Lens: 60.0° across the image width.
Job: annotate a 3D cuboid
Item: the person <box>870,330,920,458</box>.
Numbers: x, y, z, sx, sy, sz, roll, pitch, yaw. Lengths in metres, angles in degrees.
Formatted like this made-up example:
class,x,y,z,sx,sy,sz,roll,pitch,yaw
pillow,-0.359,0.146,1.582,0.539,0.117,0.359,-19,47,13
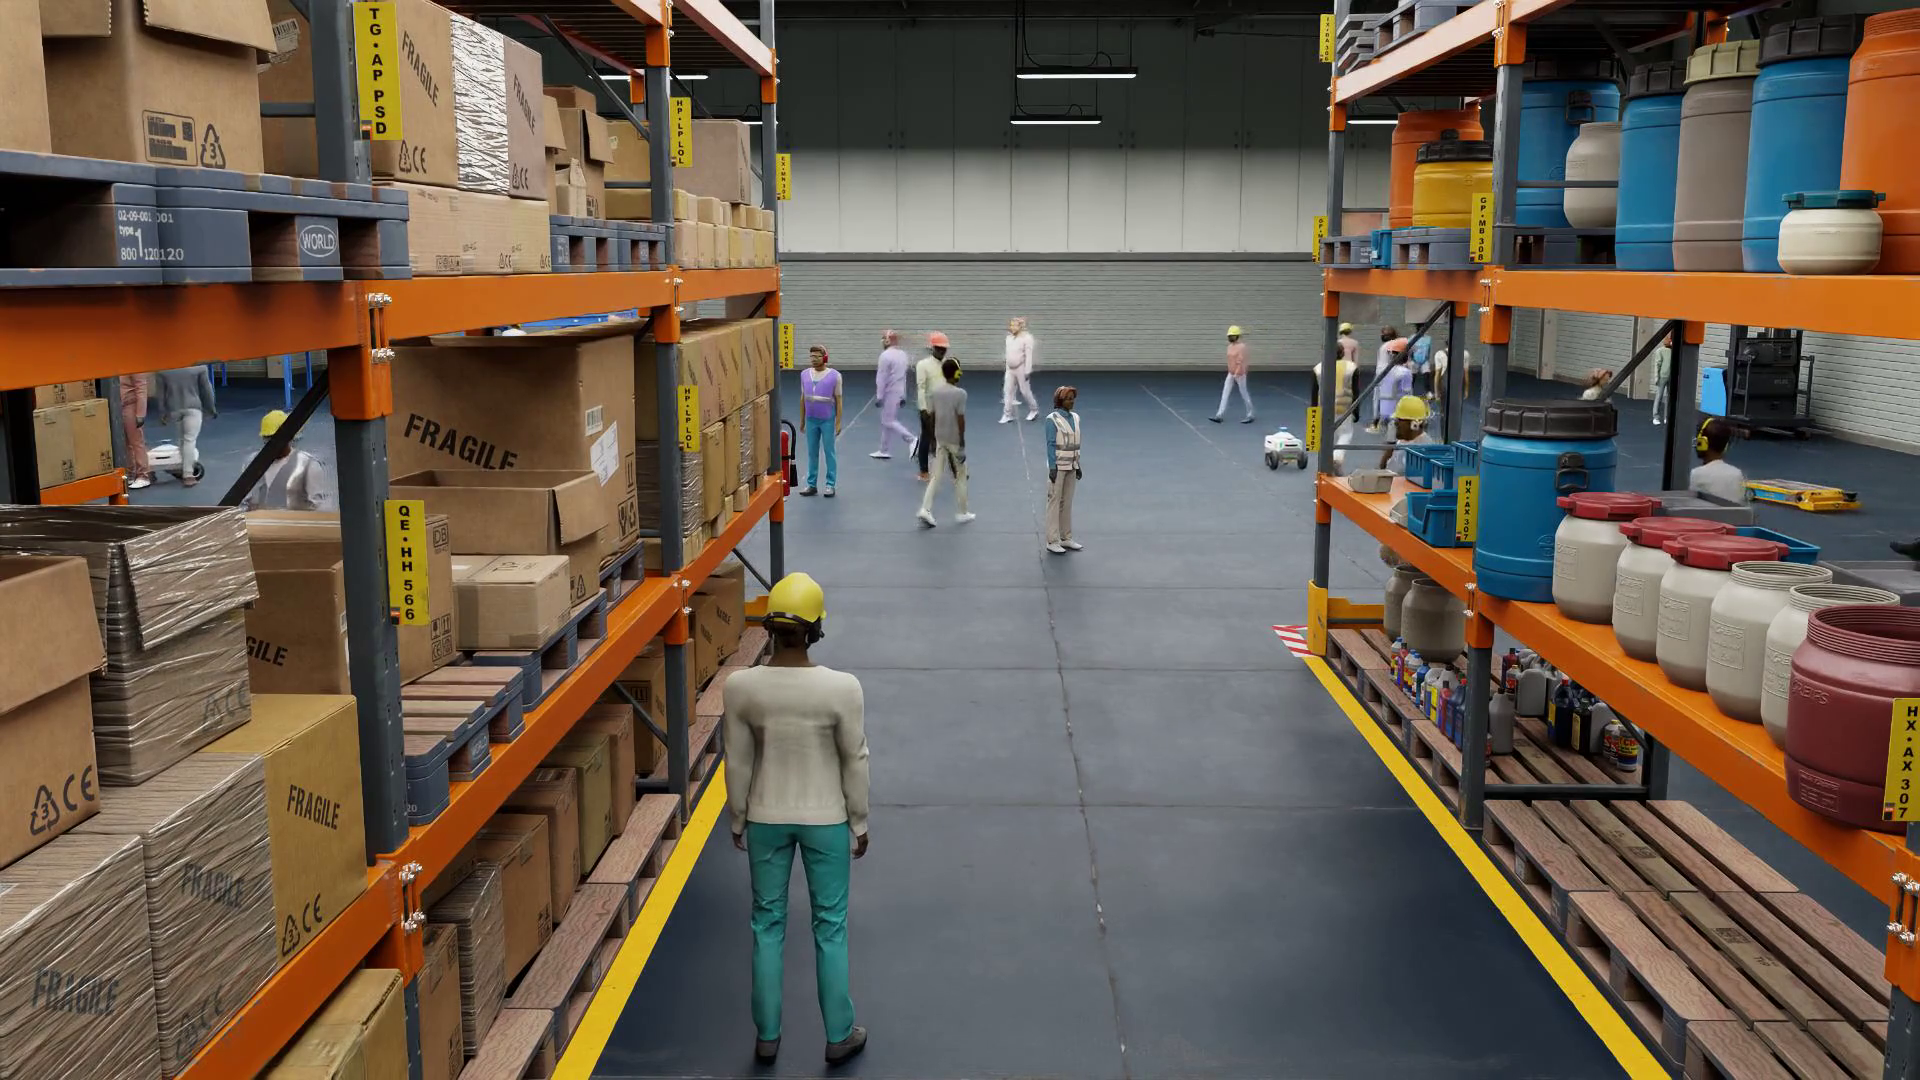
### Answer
class,x,y,z,sx,sy,sz,roll,pitch,yaw
person,-0.951,-2.108,24.143,0.772,1.886,0.648,4,10,21

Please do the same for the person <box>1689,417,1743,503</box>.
class,x,y,z,sx,sy,sz,roll,pitch,yaw
person,4.861,0.127,10.837,0.547,1.851,0.436,-5,11,-27

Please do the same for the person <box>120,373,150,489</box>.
class,x,y,z,sx,sy,sz,roll,pitch,yaw
person,-10.574,-1.603,21.047,0.650,1.906,0.401,5,11,29

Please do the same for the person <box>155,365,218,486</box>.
class,x,y,z,sx,sy,sz,roll,pitch,yaw
person,-10.007,-1.679,21.553,0.651,1.886,1.024,-1,10,-6

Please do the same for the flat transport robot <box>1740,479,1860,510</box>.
class,x,y,z,sx,sy,sz,roll,pitch,yaw
flat transport robot,9.891,-0.554,19.782,0.652,0.197,1.431,-3,10,-15

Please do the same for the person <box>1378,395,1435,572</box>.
class,x,y,z,sx,sy,sz,roll,pitch,yaw
person,3.536,-0.231,13.086,0.422,1.818,0.623,0,9,-2

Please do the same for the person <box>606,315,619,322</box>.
class,x,y,z,sx,sy,sz,roll,pitch,yaw
person,-6.127,-3.076,29.827,0.543,1.920,0.563,2,10,10

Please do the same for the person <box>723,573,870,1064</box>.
class,x,y,z,sx,sy,sz,roll,pitch,yaw
person,-0.575,0.992,5.923,0.523,1.769,0.313,1,10,7

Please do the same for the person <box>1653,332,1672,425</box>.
class,x,y,z,sx,sy,sz,roll,pitch,yaw
person,12.487,-2.851,29.343,0.507,1.631,0.270,-2,10,-10

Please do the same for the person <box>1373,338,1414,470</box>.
class,x,y,z,sx,sy,sz,roll,pitch,yaw
person,5.534,-1.563,20.784,0.837,1.907,0.581,-4,10,-23

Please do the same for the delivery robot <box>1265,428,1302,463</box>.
class,x,y,z,sx,sy,sz,roll,pitch,yaw
delivery robot,4.533,-1.332,23.313,0.477,0.478,0.707,-1,10,-7

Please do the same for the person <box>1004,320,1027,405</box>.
class,x,y,z,sx,sy,sz,roll,pitch,yaw
person,1.103,-3.602,33.645,0.419,1.698,0.659,-3,10,-15

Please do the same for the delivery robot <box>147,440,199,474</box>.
class,x,y,z,sx,sy,sz,roll,pitch,yaw
delivery robot,-10.359,-1.070,21.742,0.477,0.478,0.707,9,13,43

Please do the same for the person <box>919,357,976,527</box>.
class,x,y,z,sx,sy,sz,roll,pitch,yaw
person,-0.155,-1.075,18.113,0.530,1.836,0.918,6,11,33

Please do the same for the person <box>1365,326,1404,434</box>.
class,x,y,z,sx,sy,sz,roll,pitch,yaw
person,7.202,-2.655,27.648,0.627,1.812,0.839,-8,12,-38

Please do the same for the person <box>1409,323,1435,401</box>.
class,x,y,z,sx,sy,sz,roll,pitch,yaw
person,9.528,-3.709,34.423,0.546,1.643,0.889,-3,10,-17

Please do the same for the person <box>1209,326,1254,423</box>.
class,x,y,z,sx,sy,sz,roll,pitch,yaw
person,4.885,-2.924,29.512,0.896,1.721,0.534,-5,11,-29

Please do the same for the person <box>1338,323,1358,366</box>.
class,x,y,z,sx,sy,sz,roll,pitch,yaw
person,7.150,-3.165,30.878,0.525,1.755,0.468,-3,10,-15

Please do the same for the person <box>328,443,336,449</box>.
class,x,y,z,sx,sy,sz,roll,pitch,yaw
person,-9.277,-2.293,25.179,0.809,1.903,0.646,-7,12,-36

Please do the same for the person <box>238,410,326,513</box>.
class,x,y,z,sx,sy,sz,roll,pitch,yaw
person,-4.910,-0.020,11.887,0.604,1.792,0.845,2,10,14

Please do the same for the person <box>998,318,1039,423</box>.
class,x,y,z,sx,sy,sz,roll,pitch,yaw
person,1.087,-3.061,29.939,0.649,1.888,0.880,8,13,41

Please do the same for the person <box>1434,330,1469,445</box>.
class,x,y,z,sx,sy,sz,roll,pitch,yaw
person,7.538,-2.311,25.523,0.524,1.831,0.623,3,10,15

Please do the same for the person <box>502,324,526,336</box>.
class,x,y,z,sx,sy,sz,roll,pitch,yaw
person,-8.512,-3.393,31.886,0.534,1.868,0.310,1,10,4

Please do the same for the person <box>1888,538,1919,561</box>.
class,x,y,z,sx,sy,sz,roll,pitch,yaw
person,9.271,-0.667,15.510,0.976,1.879,0.557,8,12,39

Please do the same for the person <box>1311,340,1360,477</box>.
class,x,y,z,sx,sy,sz,roll,pitch,yaw
person,4.940,-1.711,21.926,0.641,1.827,0.478,4,10,25

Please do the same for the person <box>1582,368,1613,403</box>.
class,x,y,z,sx,sy,sz,roll,pitch,yaw
person,7.451,-1.230,19.656,0.529,1.618,0.617,-6,11,-33

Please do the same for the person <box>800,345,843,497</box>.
class,x,y,z,sx,sy,sz,roll,pitch,yaw
person,-1.700,-1.468,20.413,0.563,1.847,0.392,4,10,24

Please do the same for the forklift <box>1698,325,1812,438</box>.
class,x,y,z,sx,sy,sz,roll,pitch,yaw
forklift,13.248,-3.165,27.620,1.129,2.768,1.873,0,9,1

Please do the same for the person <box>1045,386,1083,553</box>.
class,x,y,z,sx,sy,sz,roll,pitch,yaw
person,1.021,-0.704,16.459,0.307,1.641,0.514,7,12,36

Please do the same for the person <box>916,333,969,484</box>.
class,x,y,z,sx,sy,sz,roll,pitch,yaw
person,-0.263,-1.687,21.433,0.621,1.941,1.017,-5,11,-28
